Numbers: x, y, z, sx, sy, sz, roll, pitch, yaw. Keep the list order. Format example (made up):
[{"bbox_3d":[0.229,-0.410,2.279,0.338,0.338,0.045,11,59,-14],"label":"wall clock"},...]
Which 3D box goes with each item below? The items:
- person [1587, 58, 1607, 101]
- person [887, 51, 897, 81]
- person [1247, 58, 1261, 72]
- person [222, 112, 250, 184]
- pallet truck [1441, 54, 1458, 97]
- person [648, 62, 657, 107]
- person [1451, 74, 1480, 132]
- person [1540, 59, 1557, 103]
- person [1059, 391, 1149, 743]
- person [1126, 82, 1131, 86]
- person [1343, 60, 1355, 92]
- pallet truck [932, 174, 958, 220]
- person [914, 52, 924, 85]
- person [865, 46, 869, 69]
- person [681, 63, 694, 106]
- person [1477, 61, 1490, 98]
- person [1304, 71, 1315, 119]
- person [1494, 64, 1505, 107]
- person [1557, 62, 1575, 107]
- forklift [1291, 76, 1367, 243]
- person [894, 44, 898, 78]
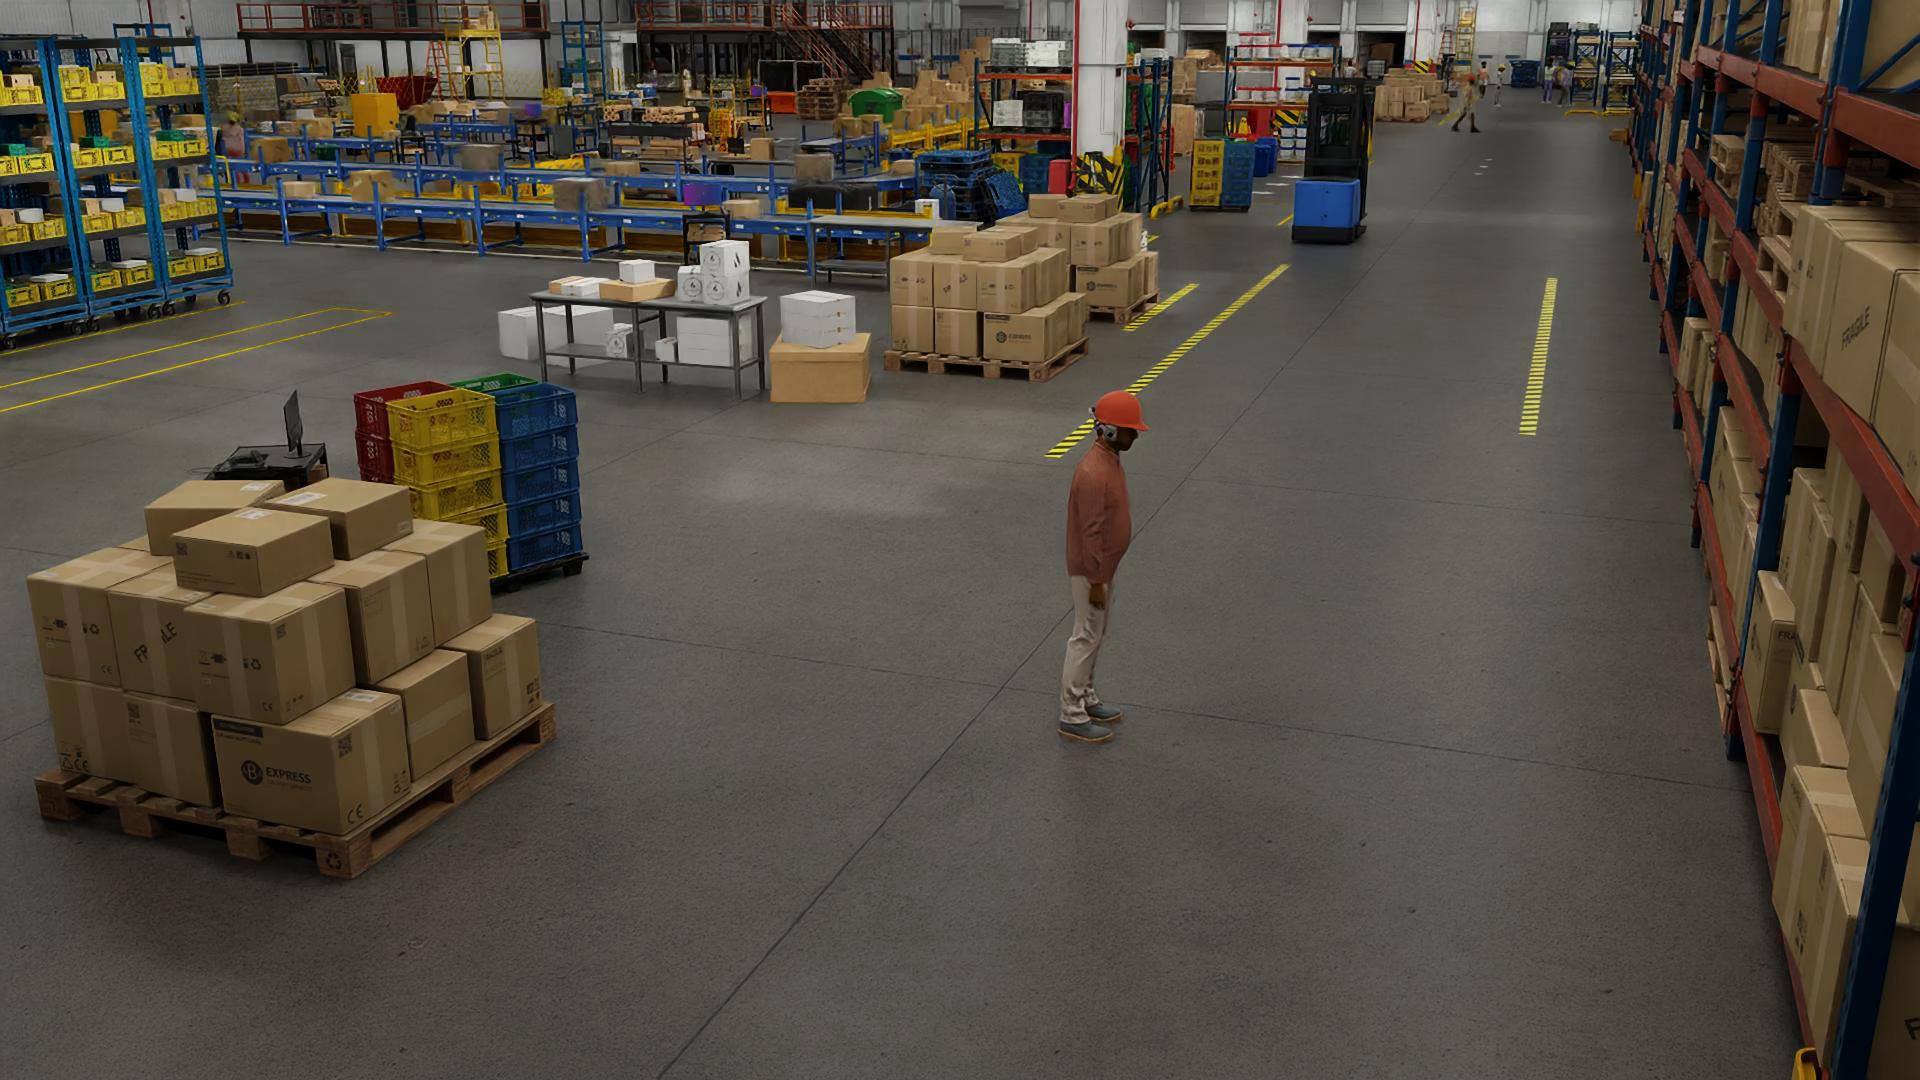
[{"bbox_3d":[28.640,-20.576,74.417,0.918,1.914,0.633,11,21,31],"label":"person"},{"bbox_3d":[-3.945,-27.439,96.151,0.626,1.797,0.975,-7,19,-21],"label":"person"},{"bbox_3d":[13.367,-21.116,76.088,0.644,1.901,0.877,-12,21,-34],"label":"person"},{"bbox_3d":[-16.432,-8.819,37.745,0.624,1.731,0.338,4,18,14],"label":"person"},{"bbox_3d":[22.765,-21.886,78.355,0.823,1.965,1.885,-4,18,-14],"label":"pallet truck"},{"bbox_3d":[-12.327,-18.127,66.576,0.388,1.991,0.726,-8,19,-24],"label":"person"},{"bbox_3d":[17.004,-14.644,55.766,0.949,1.901,0.553,6,19,18],"label":"person"},{"bbox_3d":[25.932,-20.203,73.205,0.394,1.915,0.587,-14,22,-37],"label":"person"},{"bbox_3d":[0.797,0.146,9.177,0.434,1.977,0.601,5,18,15],"label":"person"},{"bbox_3d":[5.551,-14.297,55.048,0.551,1.652,0.850,7,19,20],"label":"person"},{"bbox_3d":[17.043,-20.094,72.933,0.517,1.873,0.334,8,19,24],"label":"person"},{"bbox_3d":[-0.507,-5.292,27.348,0.653,1.274,1.630,6,19,19],"label":"pallet truck"},{"bbox_3d":[-2.166,-24.516,86.800,0.549,1.883,0.985,4,18,12],"label":"person"},{"bbox_3d":[-5.549,-28.534,99.384,0.537,1.909,0.606,9,20,27],"label":"person"},{"bbox_3d":[-11.358,-18.885,69.145,0.540,1.867,0.613,3,18,10],"label":"person"},{"bbox_3d":[24.401,-21.439,77.473,0.620,1.661,0.488,0,18,1],"label":"person"},{"bbox_3d":[13.239,-16.827,62.850,0.328,1.760,0.524,13,22,36],"label":"person"},{"bbox_3d":[22.945,-19.303,70.652,0.318,1.742,0.492,8,19,24],"label":"person"},{"bbox_3d":[25.661,-19.199,70.139,0.661,1.857,0.949,-14,22,-36],"label":"person"},{"bbox_3d":[6.598,-6.755,29.381,1.129,2.768,1.873,6,19,19],"label":"forklift"},{"bbox_3d":[-3.986,-29.154,101.219,0.457,1.980,0.616,5,18,16],"label":"person"}]
